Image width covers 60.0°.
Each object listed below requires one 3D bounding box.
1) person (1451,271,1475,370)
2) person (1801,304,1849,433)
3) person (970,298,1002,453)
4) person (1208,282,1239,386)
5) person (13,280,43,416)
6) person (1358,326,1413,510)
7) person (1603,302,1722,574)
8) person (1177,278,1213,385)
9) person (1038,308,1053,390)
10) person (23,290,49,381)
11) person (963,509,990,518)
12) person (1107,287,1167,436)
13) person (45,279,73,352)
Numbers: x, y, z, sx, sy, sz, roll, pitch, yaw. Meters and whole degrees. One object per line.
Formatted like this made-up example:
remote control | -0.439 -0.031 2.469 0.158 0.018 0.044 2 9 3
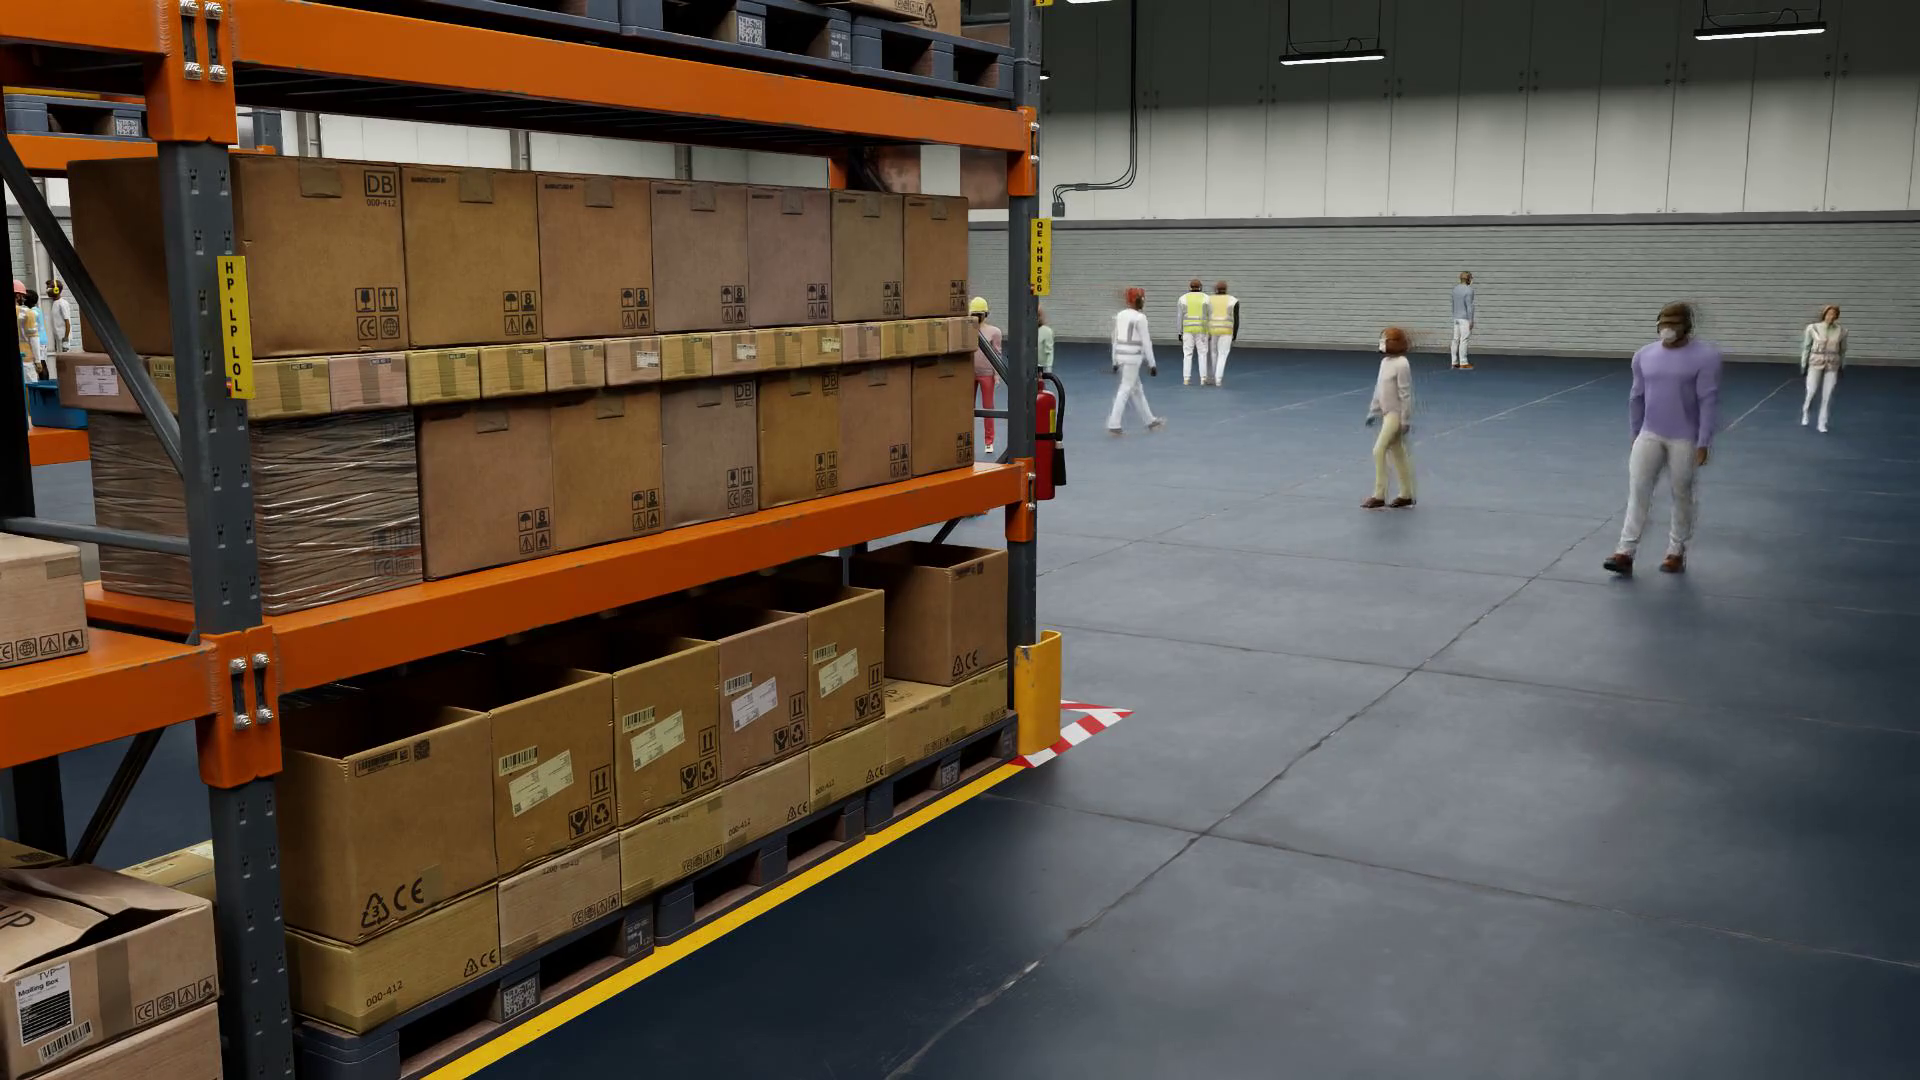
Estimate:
person | 9.916 -4.325 32.762 0.372 1.940 0.632 -3 10 -18
person | 10.954 -2.183 21.095 0.523 1.625 0.415 2 10 14
person | 0.210 -1.860 18.855 0.524 1.761 0.327 3 10 16
person | 4.501 -3.565 28.783 0.620 1.794 0.885 3 10 19
person | -11.694 -2.257 20.688 0.543 1.927 0.375 0 10 0
person | 3.731 -1.067 14.618 0.675 1.612 0.499 -1 10 -4
person | 4.875 -0.683 11.533 0.937 1.899 0.656 -9 13 -44
person | 4.077 -3.596 28.780 0.623 1.843 0.429 2 10 13
person | 0.951 -2.210 21.412 0.539 1.587 0.879 3 10 16
person | -14.692 -3.125 26.438 0.321 1.697 0.529 -3 10 -18
person | -0.238 -1.136 13.961 1.062 1.993 0.635 -8 12 -39
person | 2.227 -2.208 20.654 0.968 1.835 0.609 -5 11 -25
person | -13.873 -3.078 25.665 0.309 1.868 0.535 -8 13 -41
